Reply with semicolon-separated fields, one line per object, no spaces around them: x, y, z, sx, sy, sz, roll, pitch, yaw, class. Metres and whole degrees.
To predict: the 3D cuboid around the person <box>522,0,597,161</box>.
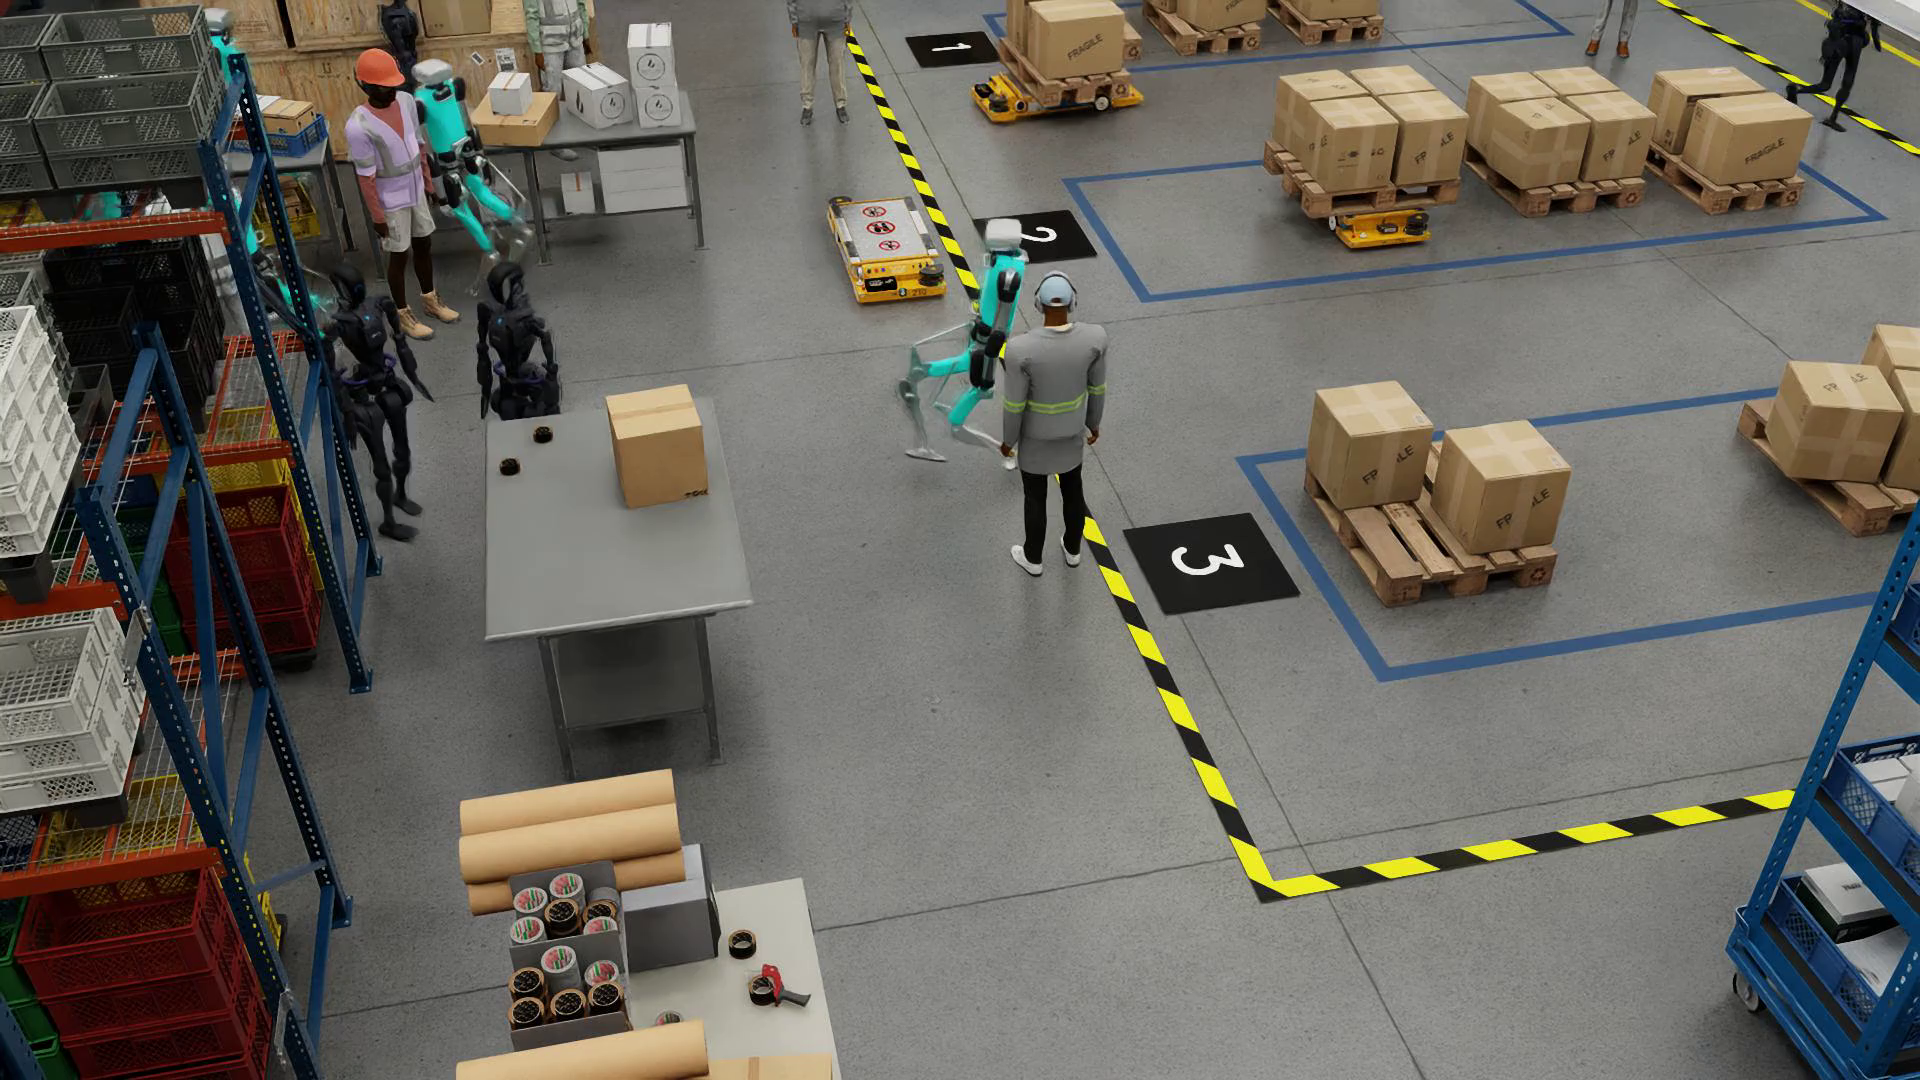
-3.275;-4.097;13.665;0.411;1.939;0.602;26;44;30;person

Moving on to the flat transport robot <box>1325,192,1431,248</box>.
3.134;-2.740;13.213;0.652;0.197;1.431;-8;37;-10;flat transport robot

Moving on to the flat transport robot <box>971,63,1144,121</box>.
0.873;-4.061;14.988;1.431;0.197;0.652;-10;38;-14;flat transport robot

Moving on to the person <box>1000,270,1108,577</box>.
0.494;-0.630;9.074;0.598;1.850;0.385;-12;38;-15;person

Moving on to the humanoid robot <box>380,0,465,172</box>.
-4.394;-3.753;13.429;0.600;1.640;0.608;-7;37;-10;humanoid robot

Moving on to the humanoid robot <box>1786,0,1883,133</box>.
7.580;-4.364;14.247;0.602;1.643;0.550;-15;39;-19;humanoid robot

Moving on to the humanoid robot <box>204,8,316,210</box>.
-5.153;-3.075;12.551;0.763;1.897;0.544;-6;37;-8;humanoid robot

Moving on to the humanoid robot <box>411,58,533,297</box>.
-3.324;-2.422;11.592;0.780;1.794;0.555;16;40;21;humanoid robot

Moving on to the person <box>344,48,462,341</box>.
-3.748;-2.315;11.194;0.403;2.035;0.598;15;39;19;person

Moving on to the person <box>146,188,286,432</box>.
-4.592;-1.553;10.298;0.591;1.869;0.372;-22;42;-27;person

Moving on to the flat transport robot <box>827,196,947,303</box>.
-0.570;-2.220;12.538;0.659;0.231;1.431;-8;37;-10;flat transport robot

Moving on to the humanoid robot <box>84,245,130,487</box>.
-4.948;-0.997;9.733;0.616;1.640;0.611;10;38;13;humanoid robot

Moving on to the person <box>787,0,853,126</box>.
-1.196;-4.455;14.284;0.563;1.769;0.396;-5;37;-6;person

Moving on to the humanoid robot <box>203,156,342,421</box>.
-4.223;-1.615;10.487;0.776;1.754;0.531;-14;39;-18;humanoid robot

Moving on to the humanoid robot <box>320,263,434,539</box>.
-3.279;-0.815;9.472;0.447;1.655;0.609;20;41;25;humanoid robot

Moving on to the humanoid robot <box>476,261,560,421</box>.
-2.479;-0.838;9.503;0.593;1.645;0.569;17;40;21;humanoid robot

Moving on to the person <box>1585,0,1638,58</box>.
6.279;-5.474;15.559;0.590;1.884;0.355;10;38;13;person

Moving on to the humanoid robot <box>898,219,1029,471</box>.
-0.020;-1.067;9.789;1.060;1.740;0.554;-1;37;-1;humanoid robot

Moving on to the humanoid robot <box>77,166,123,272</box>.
-5.836;-1.829;10.850;0.988;1.775;0.530;-10;38;-13;humanoid robot
